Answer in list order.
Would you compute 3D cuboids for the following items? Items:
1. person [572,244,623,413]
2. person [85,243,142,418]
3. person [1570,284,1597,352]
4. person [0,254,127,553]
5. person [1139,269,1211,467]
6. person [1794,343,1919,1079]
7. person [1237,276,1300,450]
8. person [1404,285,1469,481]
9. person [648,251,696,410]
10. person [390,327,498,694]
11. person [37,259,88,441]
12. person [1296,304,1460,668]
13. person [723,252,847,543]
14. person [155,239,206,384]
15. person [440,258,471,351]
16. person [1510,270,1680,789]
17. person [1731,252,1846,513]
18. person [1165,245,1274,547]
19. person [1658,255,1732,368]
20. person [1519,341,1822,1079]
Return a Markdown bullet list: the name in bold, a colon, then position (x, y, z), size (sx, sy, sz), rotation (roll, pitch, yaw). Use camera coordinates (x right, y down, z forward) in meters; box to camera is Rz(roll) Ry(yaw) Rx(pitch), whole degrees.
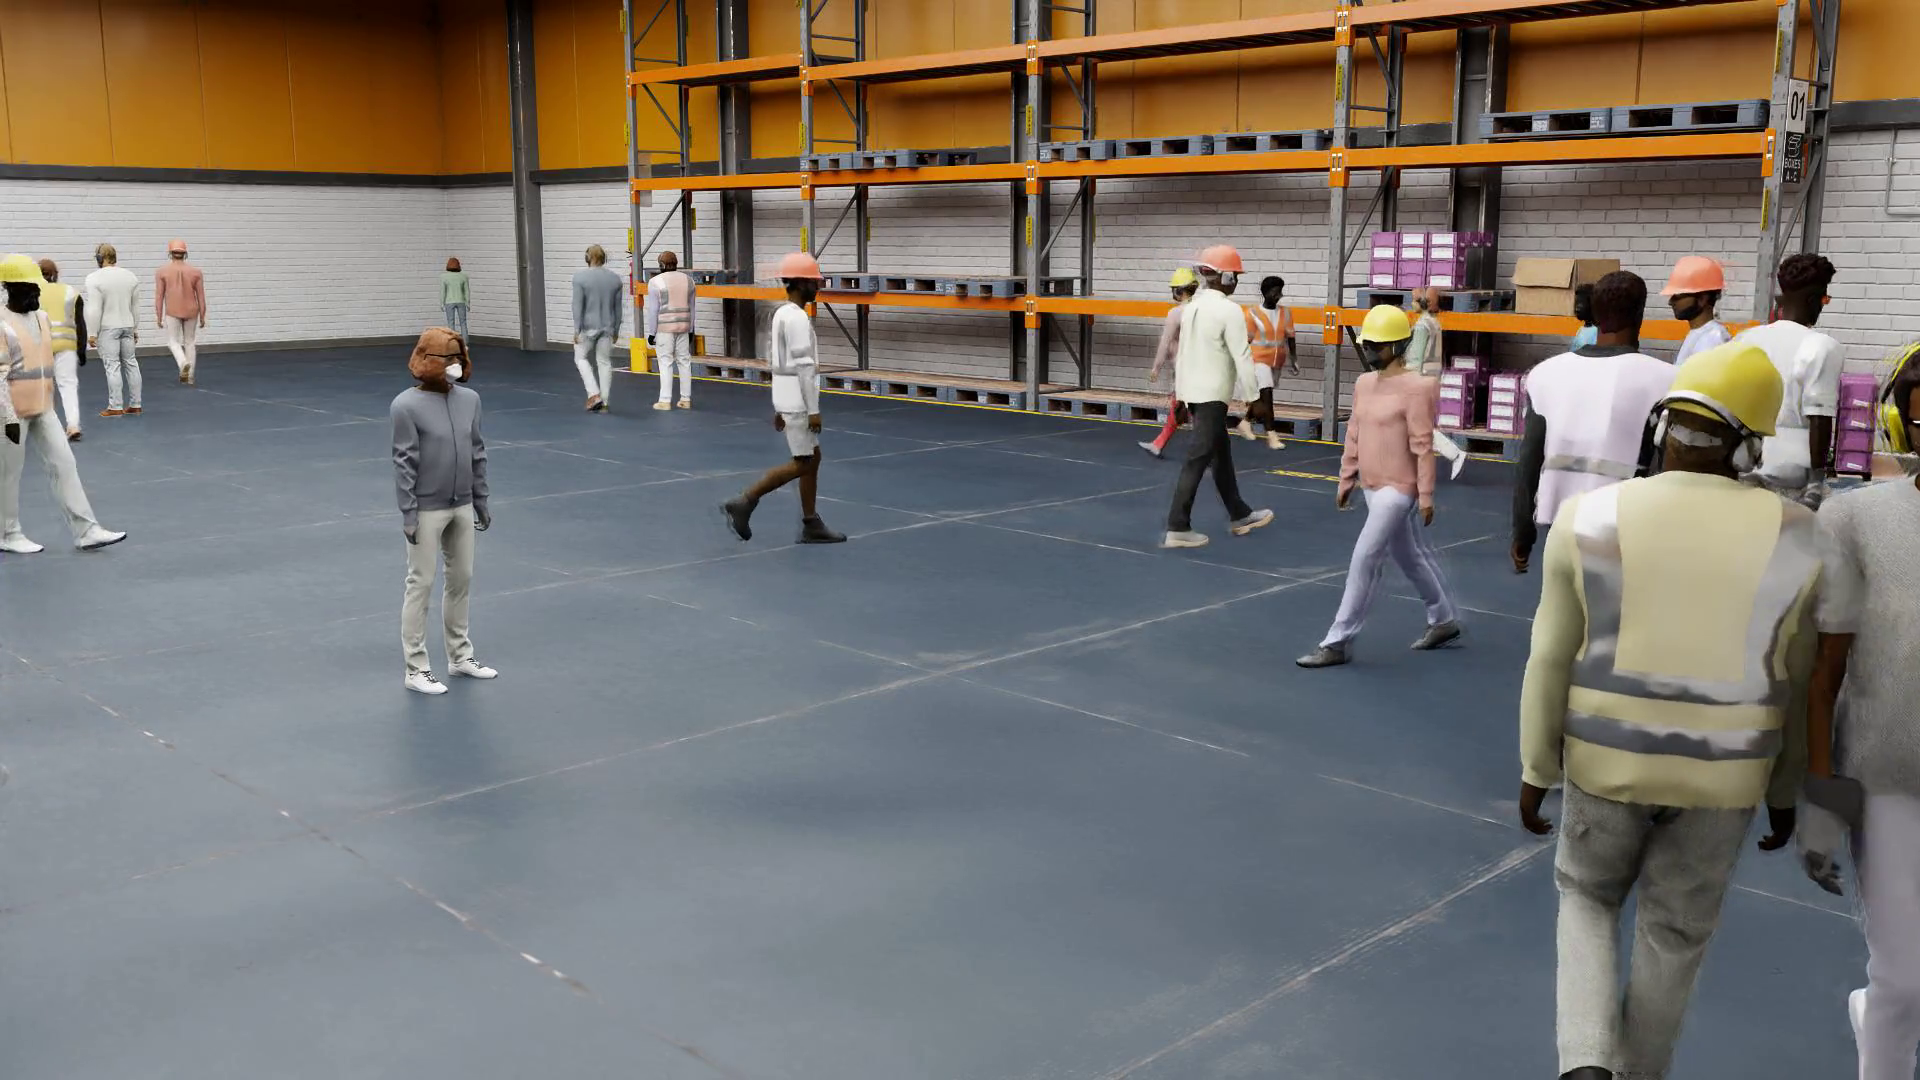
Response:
- **person**: position (-4.143, -2.400, 18.959), size (0.645, 1.917, 0.447), rotation (-9, 13, -39)
- **person**: position (-9.406, -2.323, 18.493), size (0.373, 1.940, 0.628), rotation (5, 11, 24)
- **person**: position (4.735, -1.047, 12.271), size (0.578, 1.680, 0.533), rotation (1, 10, 7)
- **person**: position (-5.774, -0.834, 10.475), size (0.902, 1.890, 0.620), rotation (2, 11, 10)
- **person**: position (1.929, -1.519, 14.686), size (0.904, 1.718, 0.540), rotation (8, 13, 38)
- **person**: position (1.953, 0.495, 3.402), size (0.524, 1.844, 0.579), rotation (1, 10, 7)
- **person**: position (2.912, -1.722, 15.995), size (0.532, 1.653, 0.868), rotation (-5, 11, -24)
- **person**: position (3.838, -1.268, 13.598), size (0.633, 1.617, 0.525), rotation (5, 11, 25)
- **person**: position (-3.370, -2.433, 19.359), size (0.627, 1.844, 0.429), rotation (-9, 14, -41)
- **person**: position (-2.302, -0.134, 7.416), size (0.289, 1.626, 0.498), rotation (6, 12, 29)
- **person**: position (-8.989, -1.872, 16.466), size (0.665, 1.792, 0.971), rotation (-6, 12, -31)
- **person**: position (2.048, -0.262, 7.891), size (0.950, 1.713, 0.545), rotation (-4, 11, -20)
- **person**: position (-1.135, -0.894, 10.760), size (0.740, 1.921, 0.545), rotation (-2, 11, -12)
- **person**: position (-10.500, -3.070, 22.460), size (0.630, 1.972, 0.622), rotation (-7, 13, -35)
- **person**: position (-8.828, -4.112, 29.107), size (0.520, 1.628, 0.298), rotation (-4, 11, -19)
- **person**: position (2.439, -0.046, 6.210), size (0.863, 1.883, 0.605), rotation (-8, 13, -38)
- **person**: position (3.875, -0.357, 7.756), size (0.780, 1.938, 0.630), rotation (-6, 12, -29)
- **person**: position (1.748, -0.934, 10.898), size (0.988, 1.947, 0.641), rotation (-4, 11, -19)
- **person**: position (3.686, -0.459, 8.354), size (0.454, 1.924, 0.580), rotation (4, 11, 19)
- **person**: position (1.509, 0.481, 3.555), size (0.597, 1.802, 0.448), rotation (4, 11, 21)
